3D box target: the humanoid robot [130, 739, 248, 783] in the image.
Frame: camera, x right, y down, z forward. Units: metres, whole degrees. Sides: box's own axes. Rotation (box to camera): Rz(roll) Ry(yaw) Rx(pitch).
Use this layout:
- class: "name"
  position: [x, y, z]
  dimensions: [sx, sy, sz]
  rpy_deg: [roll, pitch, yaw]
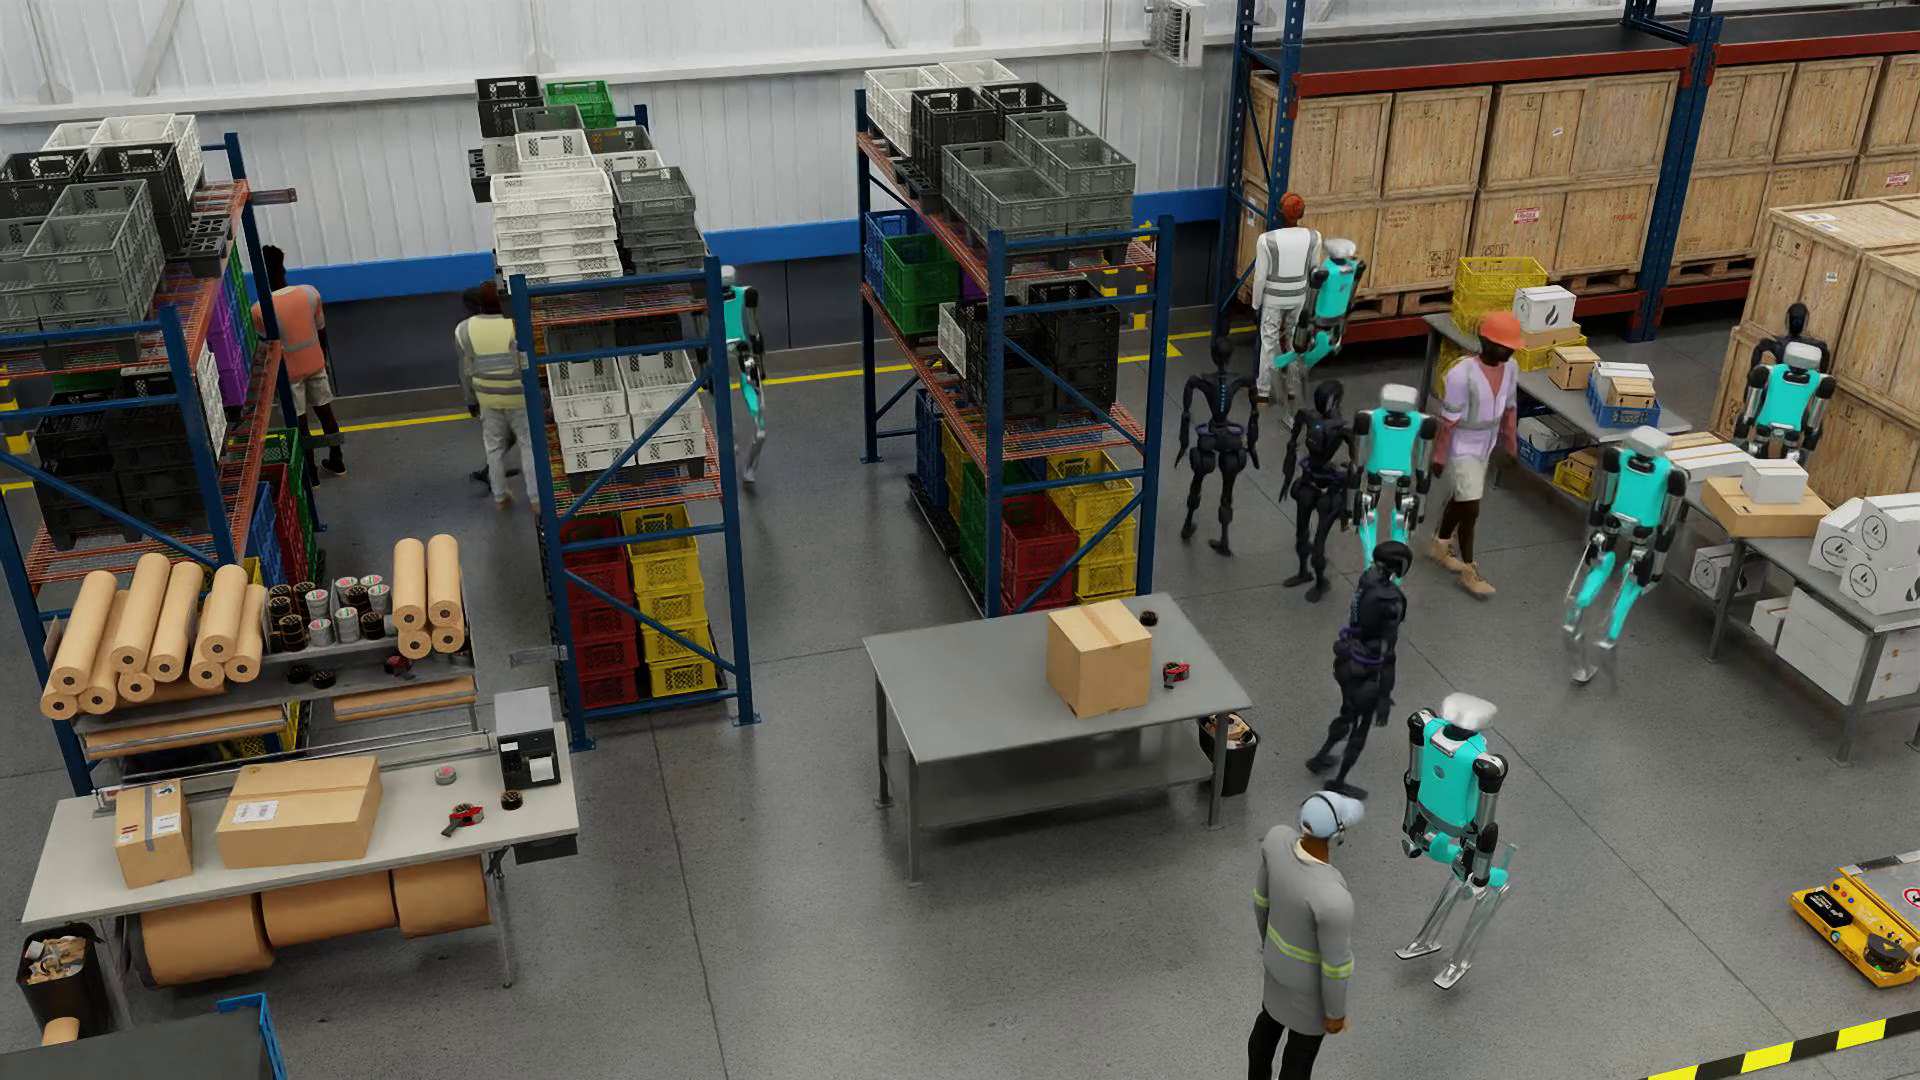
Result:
- class: "humanoid robot"
  position: [-3.987, 1.174, 8.602]
  dimensions: [0.748, 1.617, 0.612]
  rpy_deg: [15, 32, 25]

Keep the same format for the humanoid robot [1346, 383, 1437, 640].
- class: "humanoid robot"
  position: [2.760, -0.085, 10.809]
  dimensions: [0.547, 1.807, 0.686]
  rpy_deg: [5, 29, 10]

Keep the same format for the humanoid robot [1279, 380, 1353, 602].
- class: "humanoid robot"
  position: [2.456, -0.362, 11.351]
  dimensions: [0.591, 1.637, 0.381]
  rpy_deg: [25, 37, 38]

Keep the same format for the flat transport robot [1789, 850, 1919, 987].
- class: "flat transport robot"
  position: [5.163, 1.916, 8.676]
  dimensions: [1.431, 0.231, 0.659]
  rpy_deg: [-8, 30, -14]

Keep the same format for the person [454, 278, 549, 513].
- class: "person"
  position: [-3.407, -1.069, 12.486]
  dimensions: [0.642, 1.832, 0.433]
  rpy_deg: [2, 29, 4]

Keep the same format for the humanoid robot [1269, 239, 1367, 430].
- class: "humanoid robot"
  position: [2.855, -1.675, 13.737]
  dimensions: [0.533, 1.810, 0.830]
  rpy_deg: [-16, 33, -27]

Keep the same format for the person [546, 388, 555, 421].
- class: "person"
  position: [-3.542, -1.751, 13.738]
  dimensions: [0.405, 1.824, 0.584]
  rpy_deg: [3, 29, 6]

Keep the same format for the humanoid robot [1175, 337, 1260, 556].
- class: "humanoid robot"
  position: [1.856, -0.702, 11.974]
  dimensions: [0.610, 1.637, 0.489]
  rpy_deg: [0, 29, 0]

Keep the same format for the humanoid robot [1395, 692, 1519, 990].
- class: "humanoid robot"
  position: [2.466, 1.385, 7.974]
  dimensions: [0.735, 1.681, 0.533]
  rpy_deg: [-17, 33, -28]

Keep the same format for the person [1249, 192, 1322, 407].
- class: "person"
  position: [2.757, -2.043, 14.201]
  dimensions: [0.576, 1.884, 0.354]
  rpy_deg: [-5, 29, -9]

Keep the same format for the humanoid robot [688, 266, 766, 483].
- class: "humanoid robot"
  position: [-1.724, -1.173, 12.796]
  dimensions: [0.558, 1.782, 0.876]
  rpy_deg: [-9, 30, -16]

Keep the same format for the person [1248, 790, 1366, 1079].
- class: "person"
  position: [1.498, 1.836, 7.175]
  dimensions: [0.384, 1.851, 0.598]
  rpy_deg: [-11, 31, -20]

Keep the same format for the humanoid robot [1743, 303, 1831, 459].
- class: "humanoid robot"
  position: [6.213, -1.004, 12.548]
  dimensions: [0.600, 1.637, 0.490]
  rpy_deg: [10, 30, 17]

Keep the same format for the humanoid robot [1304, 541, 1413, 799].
- class: "humanoid robot"
  position: [2.250, 0.718, 9.389]
  dimensions: [0.392, 1.640, 0.603]
  rpy_deg: [-5, 29, -9]

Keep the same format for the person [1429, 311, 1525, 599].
- class: "person"
  position: [3.639, -0.583, 11.405]
  dimensions: [0.622, 2.014, 0.820]
  rpy_deg: [-18, 34, -29]

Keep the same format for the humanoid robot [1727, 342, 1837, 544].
- class: "humanoid robot"
  position: [5.587, -0.442, 11.459]
  dimensions: [0.562, 1.811, 0.743]
  rpy_deg: [9, 30, 16]

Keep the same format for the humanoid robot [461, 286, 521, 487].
- class: "humanoid robot"
  position: [-3.677, -1.180, 12.849]
  dimensions: [0.378, 1.650, 0.613]
  rpy_deg: [-18, 33, -29]

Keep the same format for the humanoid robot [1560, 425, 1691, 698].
- class: "humanoid robot"
  position: [4.009, 0.212, 10.291]
  dimensions: [0.658, 1.838, 0.537]
  rpy_deg: [-24, 37, -36]

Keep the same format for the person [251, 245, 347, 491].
- class: "person"
  position: [-5.117, -1.322, 12.814]
  dimensions: [0.377, 1.958, 0.602]
  rpy_deg: [17, 33, 28]
